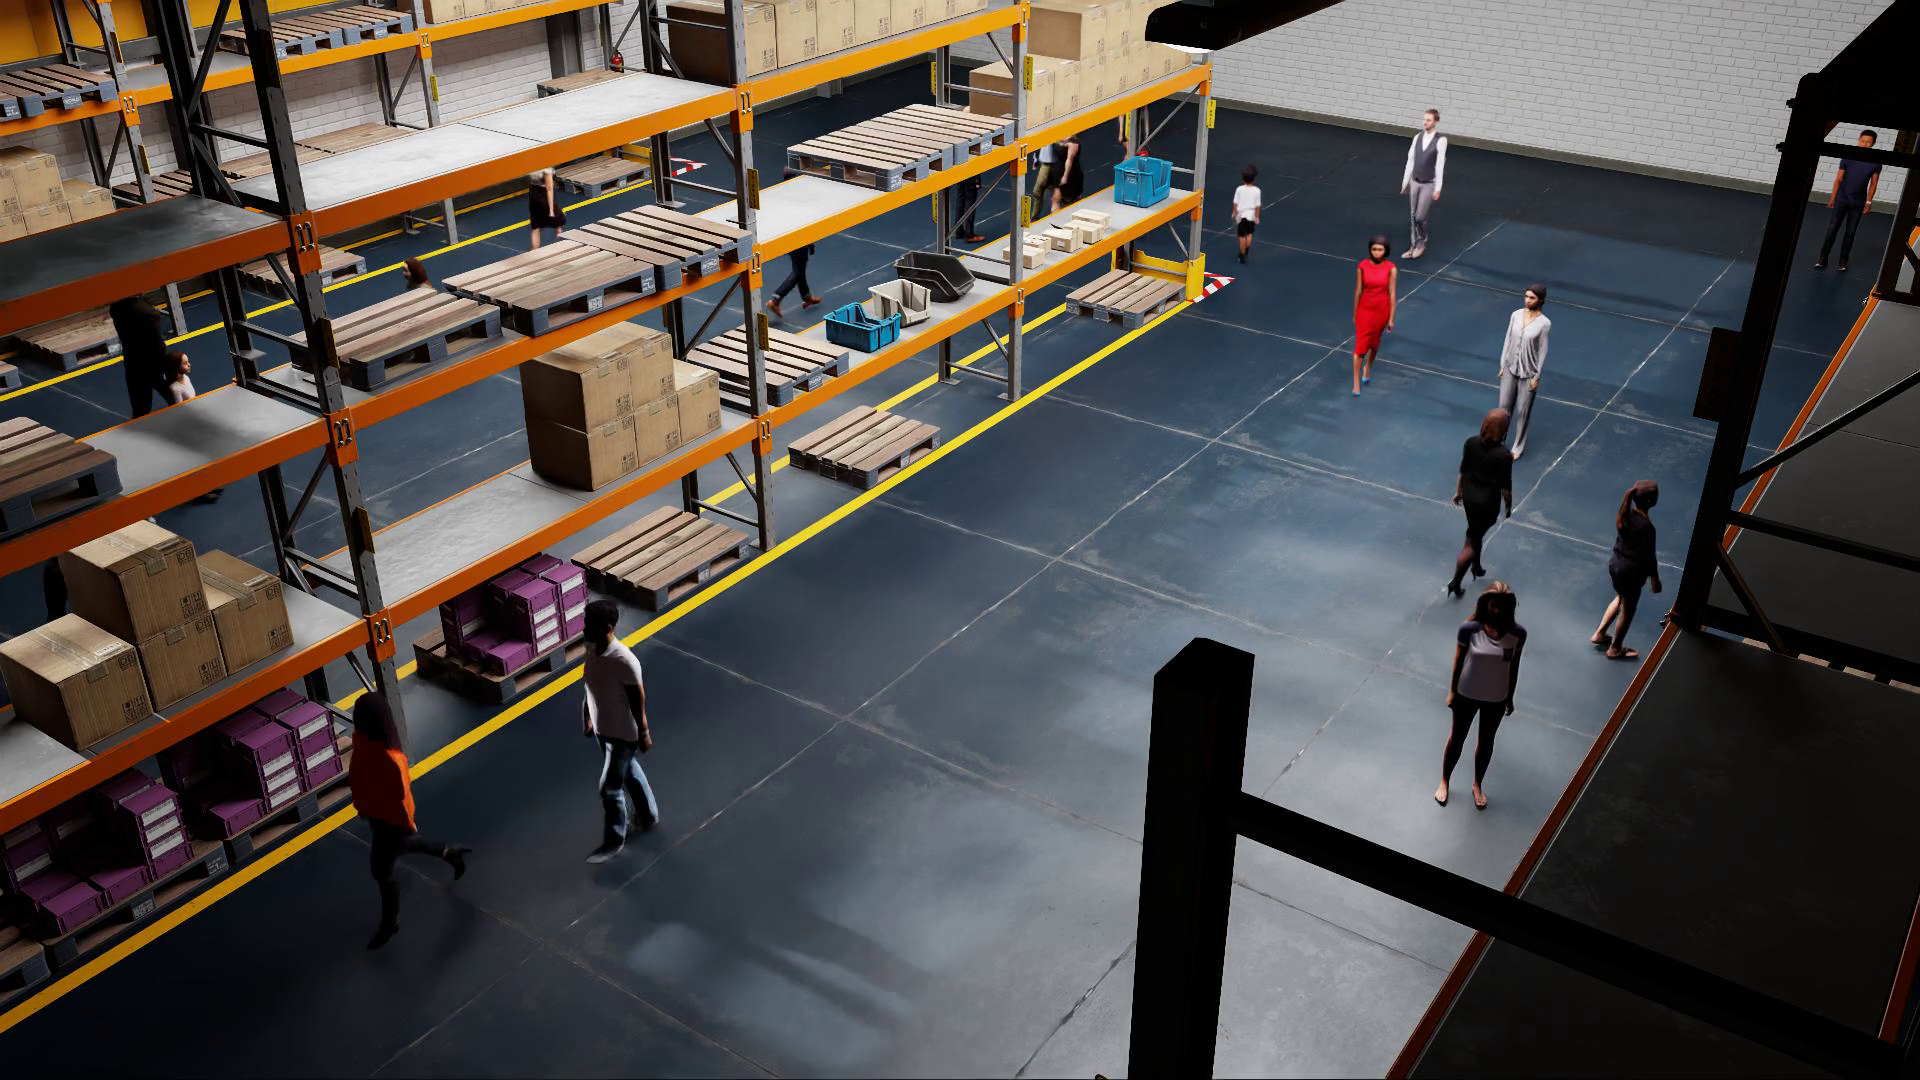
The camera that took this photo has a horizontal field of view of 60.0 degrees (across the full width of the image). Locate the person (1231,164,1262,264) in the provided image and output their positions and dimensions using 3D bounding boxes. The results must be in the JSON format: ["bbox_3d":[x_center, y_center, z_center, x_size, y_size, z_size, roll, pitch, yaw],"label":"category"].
[{"bbox_3d":[3.673,-4.157,21.318,0.705,1.241,0.821,1,29,2],"label":"person"}]

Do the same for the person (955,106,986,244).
[{"bbox_3d":[0.092,-4.843,21.992,0.720,1.799,0.753,-18,33,-29],"label":"person"}]

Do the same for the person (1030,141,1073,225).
[{"bbox_3d":[1.294,-5.046,22.392,1.257,1.772,1.163,-7,29,-12],"label":"person"}]

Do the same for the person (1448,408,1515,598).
[{"bbox_3d":[4.236,-0.269,13.726,0.889,1.686,0.744,-20,35,-32],"label":"person"}]

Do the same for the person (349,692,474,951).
[{"bbox_3d":[-3.432,1.644,10.184,1.123,1.719,0.753,-25,37,-38],"label":"person"}]

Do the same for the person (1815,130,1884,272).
[{"bbox_3d":[11.263,-4.304,21.011,0.654,1.793,0.539,16,33,27],"label":"person"}]

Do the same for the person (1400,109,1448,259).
[{"bbox_3d":[6.018,-4.574,21.366,0.725,1.926,0.754,-18,34,-30],"label":"person"}]

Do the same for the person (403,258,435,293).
[{"bbox_3d":[-5.627,-2.296,17.673,0.729,1.463,0.692,-22,36,-35],"label":"person"}]

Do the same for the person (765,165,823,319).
[{"bbox_3d":[-2.002,-3.473,19.491,1.205,1.790,0.858,-25,37,-37],"label":"person"}]

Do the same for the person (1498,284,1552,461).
[{"bbox_3d":[5.465,-1.648,16.163,0.591,1.773,0.628,-24,36,-36],"label":"person"}]

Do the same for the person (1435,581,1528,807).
[{"bbox_3d":[3.539,1.032,11.292,0.675,1.732,0.672,6,29,10],"label":"person"}]

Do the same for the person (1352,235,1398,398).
[{"bbox_3d":[4.384,-2.400,17.610,0.847,1.706,1.148,7,29,12],"label":"person"}]

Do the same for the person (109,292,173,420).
[{"bbox_3d":[-7.875,-1.612,16.012,1.089,1.853,1.367,4,29,8],"label":"person"}]

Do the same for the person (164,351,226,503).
[{"bbox_3d":[-7.136,-1.059,15.384,0.658,1.483,0.599,-5,29,-9],"label":"person"}]

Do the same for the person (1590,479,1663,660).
[{"bbox_3d":[5.167,0.238,12.938,0.753,1.549,0.691,-4,29,-7],"label":"person"}]

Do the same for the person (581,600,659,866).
[{"bbox_3d":[-2.177,1.190,10.889,0.956,1.840,0.807,-23,36,-35],"label":"person"}]
